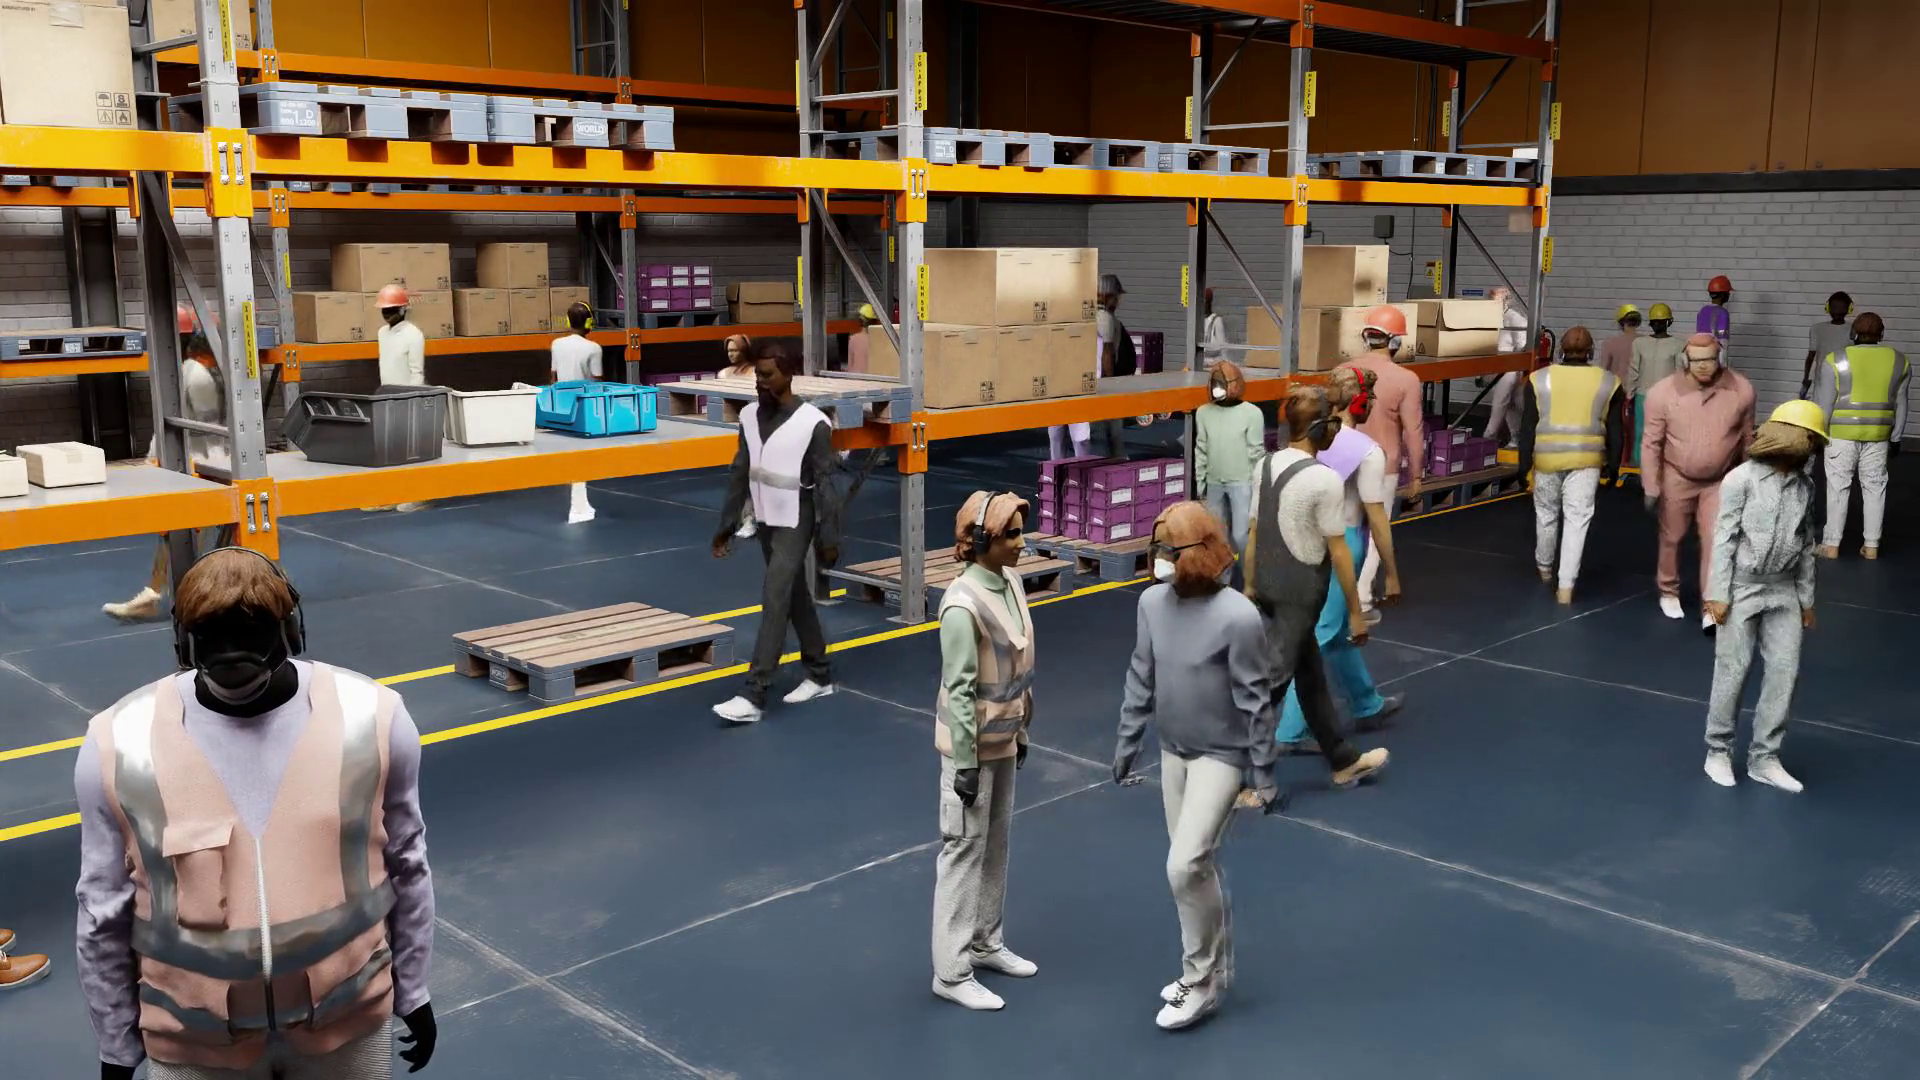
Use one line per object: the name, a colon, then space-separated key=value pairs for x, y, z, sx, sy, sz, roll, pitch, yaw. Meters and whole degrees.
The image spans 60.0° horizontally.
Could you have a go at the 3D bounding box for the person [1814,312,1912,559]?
person: x=6.694 y=-0.773 z=12.405 sx=0.633 sy=1.841 sz=0.429 roll=2 pitch=11 yaw=9

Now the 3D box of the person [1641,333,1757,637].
person: x=4.501 y=-0.349 z=10.144 sx=0.679 sy=1.827 sz=1.023 roll=3 pitch=11 yaw=16

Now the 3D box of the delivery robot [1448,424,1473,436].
delivery robot: x=4.932 y=-1.061 z=17.231 sx=0.707 sy=0.478 sz=0.477 roll=4 pitch=11 yaw=20

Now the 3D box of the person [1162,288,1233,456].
person: x=2.648 y=-1.808 z=18.076 sx=0.997 sy=1.827 sz=0.595 roll=-3 pitch=11 yaw=-14

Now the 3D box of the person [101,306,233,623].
person: x=-4.877 y=-0.492 z=10.516 sx=1.099 sy=1.986 sz=0.622 roll=-7 pitch=13 yaw=-35

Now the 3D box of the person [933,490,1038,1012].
person: x=0.076 y=0.650 z=5.227 sx=0.314 sy=1.629 sz=0.509 roll=4 pitch=11 yaw=19

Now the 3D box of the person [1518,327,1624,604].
person: x=4.090 y=-0.522 z=11.152 sx=0.659 sy=1.791 sz=0.954 roll=4 pitch=11 yaw=20

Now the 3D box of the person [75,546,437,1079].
person: x=-1.325 y=0.916 z=3.195 sx=0.633 sy=1.841 sz=0.429 roll=-5 pitch=11 yaw=-23

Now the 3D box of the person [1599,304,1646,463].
person: x=6.574 y=-1.450 z=16.402 sx=0.516 sy=1.734 sz=0.641 roll=2 pitch=11 yaw=11

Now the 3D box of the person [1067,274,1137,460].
person: x=1.430 y=-1.719 z=17.017 sx=0.820 sy=2.000 sz=0.690 roll=0 pitch=10 yaw=2

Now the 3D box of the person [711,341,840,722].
person: x=-0.976 y=-0.042 z=8.325 sx=0.953 sy=1.878 sz=0.599 roll=-10 pitch=14 yaw=-43

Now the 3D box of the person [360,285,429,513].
person: x=-4.901 y=-1.194 z=14.309 sx=0.653 sy=1.976 sz=0.676 roll=7 pitch=13 yaw=35

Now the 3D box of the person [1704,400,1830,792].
person: x=3.481 y=0.254 z=7.237 sx=0.511 sy=1.721 sz=0.304 roll=-2 pitch=11 yaw=-12

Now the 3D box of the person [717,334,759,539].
person: x=-1.741 y=-0.813 z=13.190 sx=0.547 sy=1.623 sz=0.469 roll=6 pitch=12 yaw=32

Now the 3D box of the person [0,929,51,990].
person: x=-3.244 y=0.483 z=5.287 sx=0.629 sy=1.940 sz=0.372 roll=10 pitch=14 yaw=43

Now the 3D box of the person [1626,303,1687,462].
person: x=6.668 y=-1.387 z=15.956 sx=0.533 sy=1.768 sz=0.310 roll=7 pitch=13 yaw=34

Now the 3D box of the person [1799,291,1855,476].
person: x=8.598 y=-1.516 z=16.425 sx=0.506 sy=1.857 sz=0.329 roll=8 pitch=13 yaw=39

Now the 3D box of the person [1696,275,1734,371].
person: x=8.733 y=-2.081 z=19.261 sx=0.352 sy=1.942 sz=0.546 roll=-1 pitch=10 yaw=-7

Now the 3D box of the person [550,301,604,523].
person: x=-3.164 y=-1.084 z=14.058 sx=0.570 sy=1.850 sz=0.618 roll=5 pitch=12 yaw=26

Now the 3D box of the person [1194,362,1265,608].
person: x=1.726 y=-0.337 z=10.661 sx=0.511 sy=1.609 sz=0.358 roll=8 pitch=13 yaw=38

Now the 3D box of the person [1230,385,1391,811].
person: x=1.454 y=0.249 z=6.976 sx=0.976 sy=1.791 sz=0.527 roll=-4 pitch=11 yaw=-22

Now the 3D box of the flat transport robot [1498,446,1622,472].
flat transport robot: x=5.870 y=-0.778 z=16.714 sx=0.652 sy=0.197 sz=1.431 roll=-8 pitch=13 yaw=-36

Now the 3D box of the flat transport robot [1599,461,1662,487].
flat transport robot: x=6.776 y=-0.577 z=15.618 sx=0.652 sy=0.197 sz=1.431 roll=-9 pitch=14 yaw=-40

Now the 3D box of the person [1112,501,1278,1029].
person: x=0.676 y=0.684 z=5.065 sx=0.538 sy=1.612 sz=0.535 roll=-7 pitch=13 yaw=-35

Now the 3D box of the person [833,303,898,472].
person: x=-0.970 y=-1.560 z=17.010 sx=0.891 sy=1.724 sz=0.538 roll=-9 pitch=13 yaw=-39

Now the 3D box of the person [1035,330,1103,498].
person: x=0.971 y=-1.297 z=15.081 sx=0.639 sy=1.910 sz=0.406 roll=9 pitch=14 yaw=41

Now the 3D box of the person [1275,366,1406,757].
person: x=1.831 y=0.096 z=7.766 sx=0.933 sy=1.795 sz=0.606 roll=-5 pitch=11 yaw=-25

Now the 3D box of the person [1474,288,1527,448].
person: x=5.879 y=-1.818 z=18.116 sx=1.024 sy=1.843 sz=0.703 roll=-5 pitch=11 yaw=-24

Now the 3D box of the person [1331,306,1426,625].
person: x=2.598 y=-0.458 z=10.311 sx=0.659 sy=1.971 sz=0.648 roll=10 pitch=14 yaw=44
